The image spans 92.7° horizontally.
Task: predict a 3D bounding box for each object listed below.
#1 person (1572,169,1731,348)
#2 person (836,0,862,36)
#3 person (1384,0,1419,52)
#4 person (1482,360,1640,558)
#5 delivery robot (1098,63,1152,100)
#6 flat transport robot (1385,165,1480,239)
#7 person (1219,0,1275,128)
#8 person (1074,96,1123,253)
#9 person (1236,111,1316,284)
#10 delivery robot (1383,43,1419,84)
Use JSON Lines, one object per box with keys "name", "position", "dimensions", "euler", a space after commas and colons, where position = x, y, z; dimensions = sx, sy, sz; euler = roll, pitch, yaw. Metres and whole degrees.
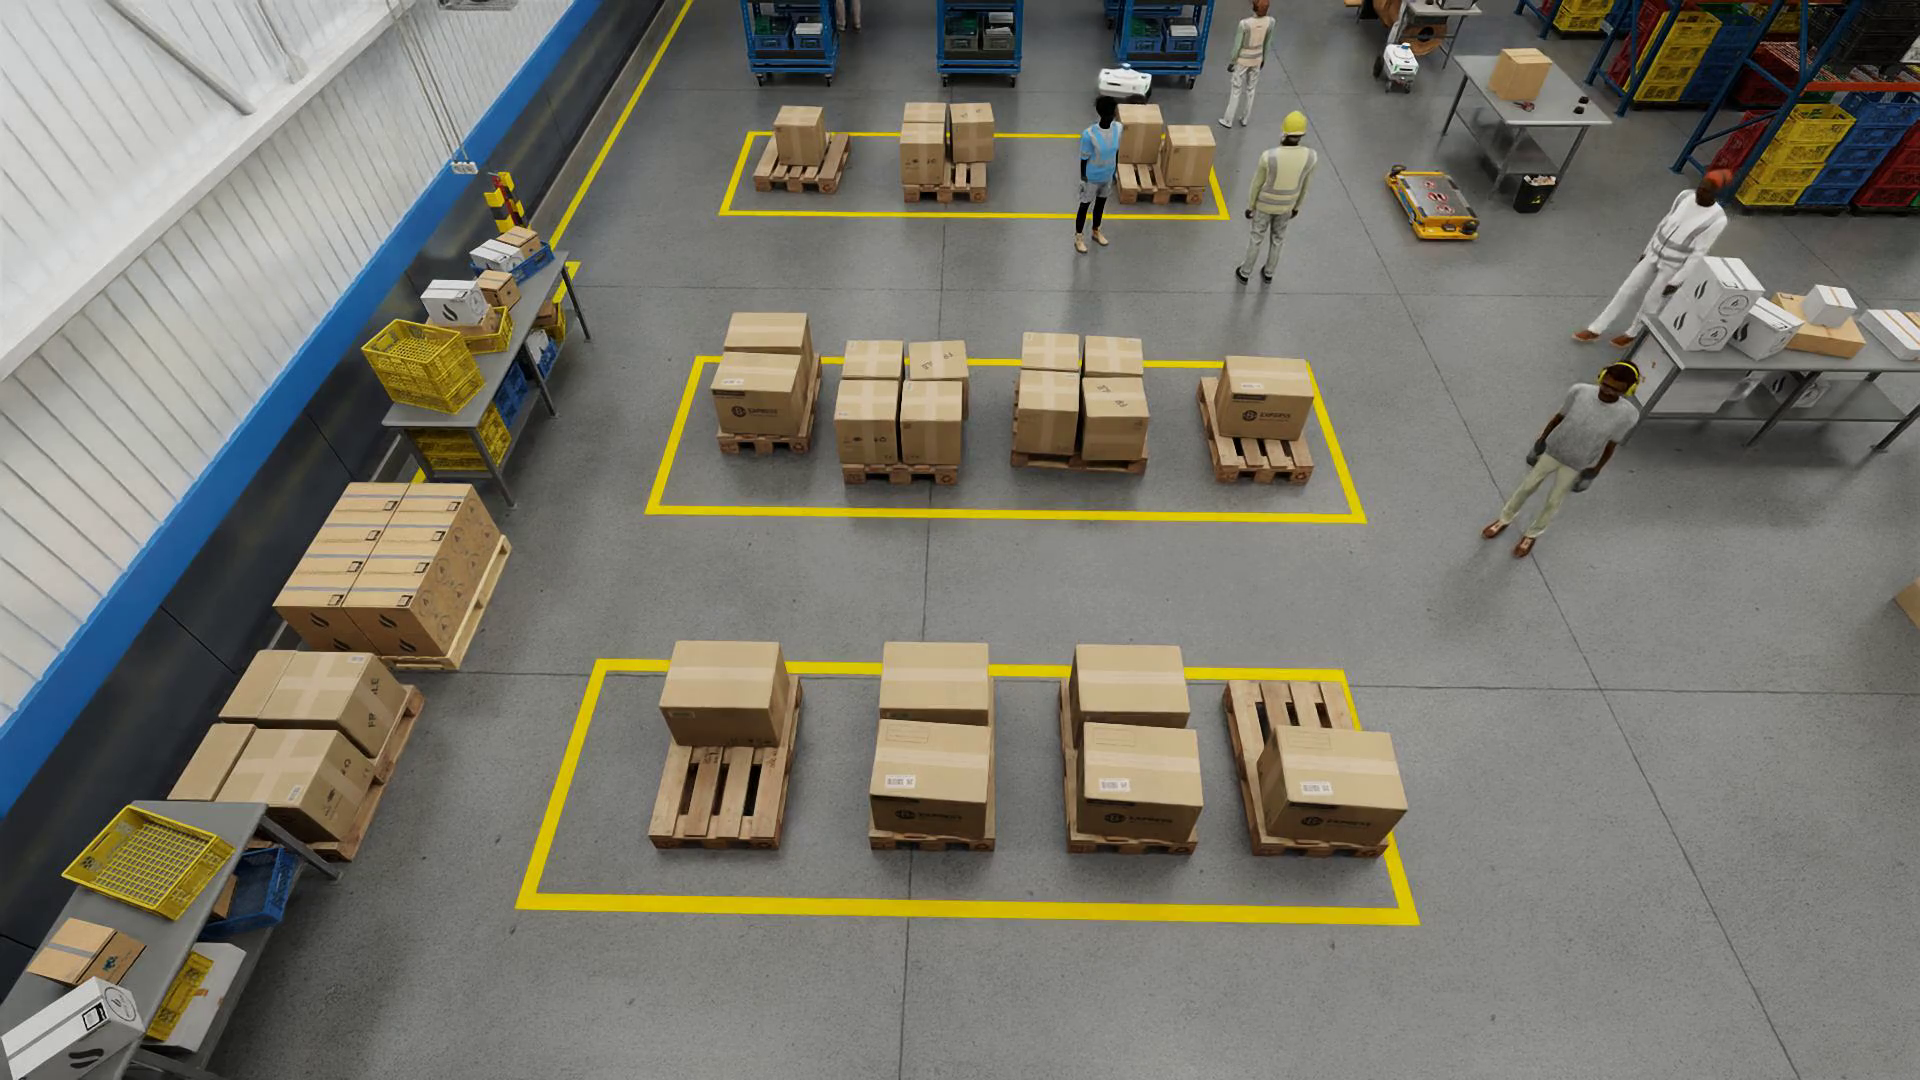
{"name": "person", "position": [6.653, -2.624, 8.746], "dimensions": [0.626, 1.874, 0.605], "euler": [-12, 50, -10]}
{"name": "person", "position": [-1.775, -8.846, 14.052], "dimensions": [0.623, 1.982, 0.413], "euler": [-20, 52, -17]}
{"name": "person", "position": [6.582, -7.909, 13.274], "dimensions": [0.371, 1.932, 0.631], "euler": [21, 52, 18]}
{"name": "person", "position": [4.614, -0.607, 7.000], "dimensions": [0.330, 1.860, 0.494], "euler": [-32, 56, -25]}
{"name": "delivery robot", "position": [2.296, -6.383, 12.794], "dimensions": [0.707, 0.478, 0.477], "euler": [13, 50, 11]}
{"name": "flat transport robot", "position": [5.692, -4.094, 11.059], "dimensions": [0.652, 0.197, 1.431], "euler": [1, 49, 1]}
{"name": "person", "position": [3.780, -6.275, 12.043], "dimensions": [0.522, 1.644, 0.305], "euler": [-11, 50, -9]}
{"name": "person", "position": [1.514, -3.993, 10.034], "dimensions": [0.535, 1.697, 0.318], "euler": [-24, 53, -20]}
{"name": "person", "position": [3.267, -3.513, 9.539], "dimensions": [0.593, 1.826, 0.403], "euler": [-1, 49, -1]}
{"name": "delivery robot", "position": [6.373, -6.919, 13.258], "dimensions": [0.477, 0.478, 0.707], "euler": [4, 49, 4]}
